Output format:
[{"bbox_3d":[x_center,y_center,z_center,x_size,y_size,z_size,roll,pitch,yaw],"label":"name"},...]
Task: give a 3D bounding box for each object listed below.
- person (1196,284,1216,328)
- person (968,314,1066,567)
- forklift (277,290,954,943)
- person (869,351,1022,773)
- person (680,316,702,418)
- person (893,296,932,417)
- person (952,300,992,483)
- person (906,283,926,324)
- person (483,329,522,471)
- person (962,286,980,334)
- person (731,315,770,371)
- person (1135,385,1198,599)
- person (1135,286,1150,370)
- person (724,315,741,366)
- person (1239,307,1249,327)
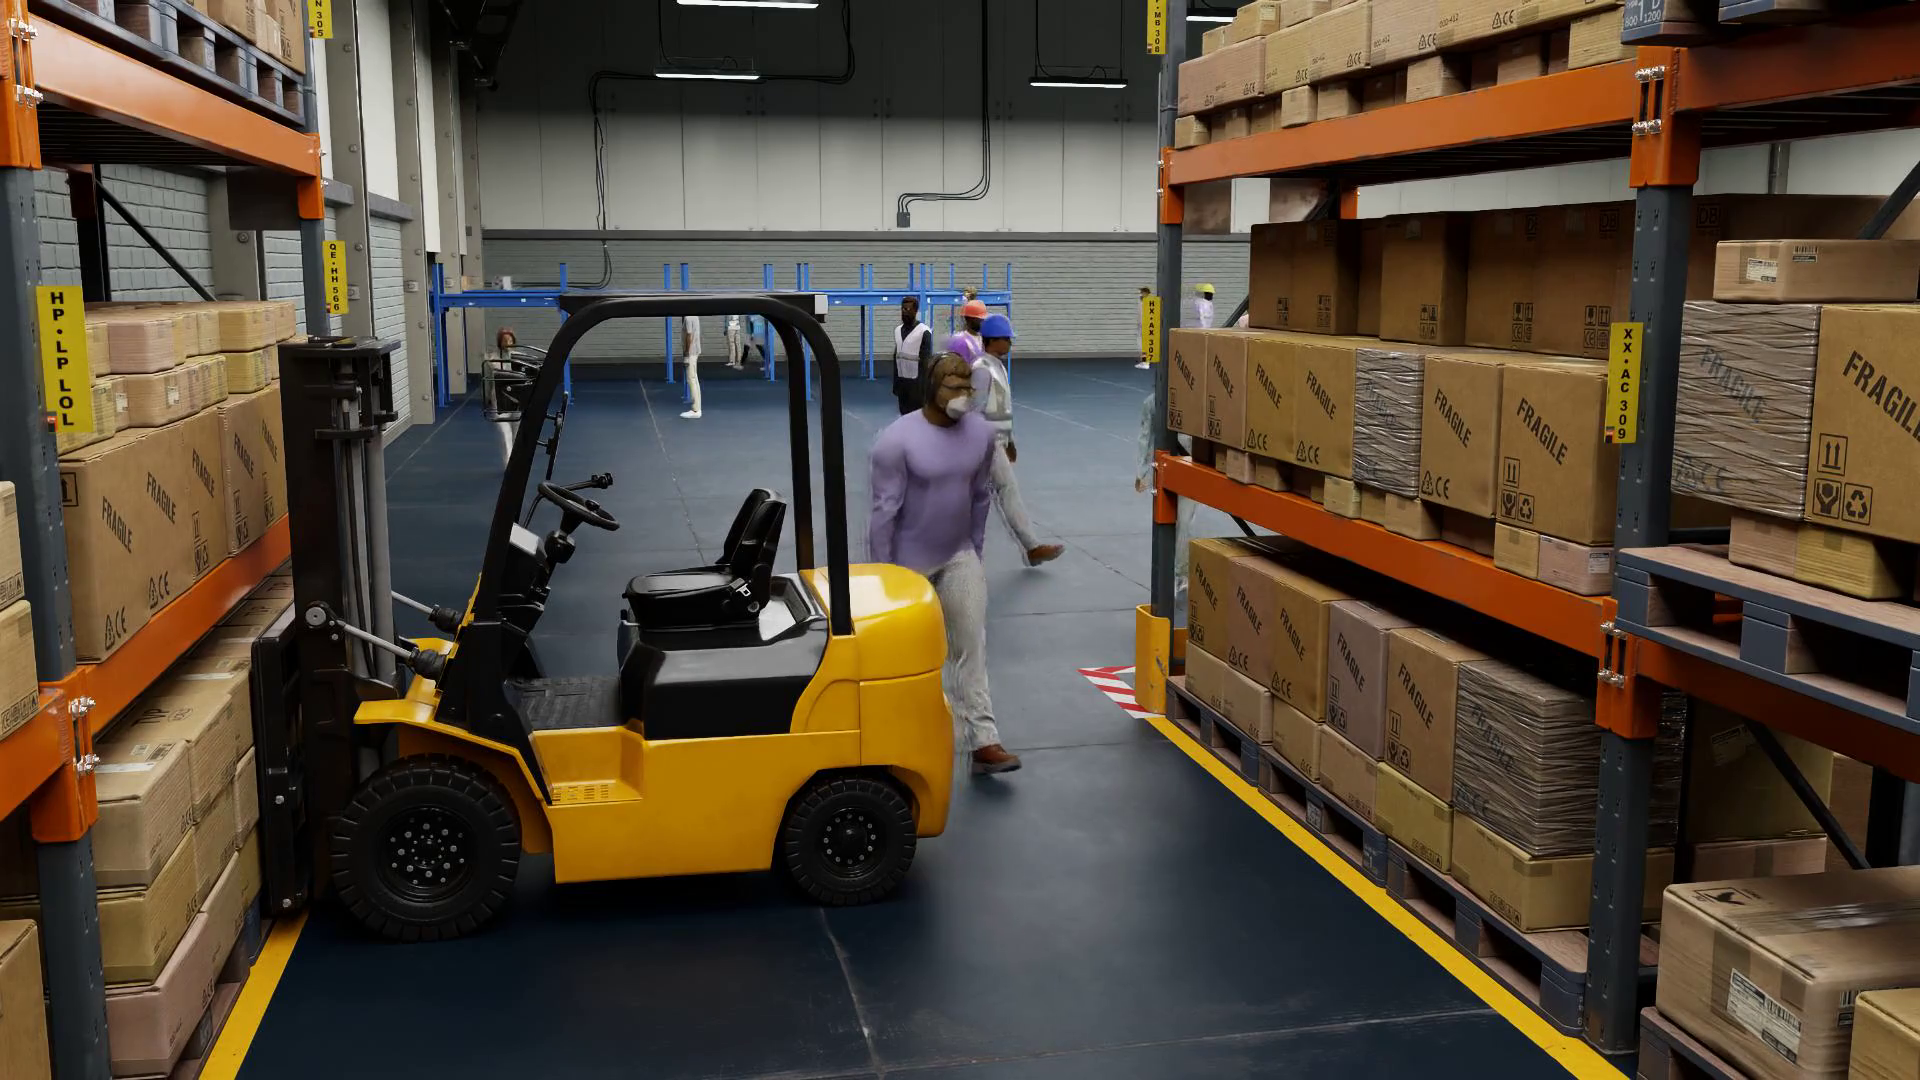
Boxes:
[{"bbox_3d":[5.441,-4.723,36.877,1.011,1.874,0.583,8,12,40],"label":"person"},{"bbox_3d":[0.305,-0.746,12.530,0.983,1.891,0.634,2,9,10],"label":"person"},{"bbox_3d":[-1.179,0.175,6.143,2.313,2.155,1.214,-2,10,-12],"label":"forklift"},{"bbox_3d":[-0.105,0.111,7.394,0.650,1.883,0.857,-6,11,-32],"label":"person"},{"bbox_3d":[-4.069,-2.777,25.035,0.324,1.865,0.517,0,9,1],"label":"person"},{"bbox_3d":[-0.548,-1.816,18.982,0.378,1.918,0.598,-8,12,-41],"label":"person"},{"bbox_3d":[0.058,-1.541,17.340,0.576,1.918,0.543,4,10,22],"label":"person"},{"bbox_3d":[-0.886,-4.540,35.553,0.598,1.930,0.632,-1,9,-5],"label":"person"},{"bbox_3d":[-4.842,-1.470,17.871,0.520,1.597,0.858,-4,10,-22],"label":"person"},{"bbox_3d":[0.195,-3.305,27.997,0.358,1.938,0.636,-4,10,-21],"label":"person"},{"bbox_3d":[-4.514,-4.487,36.063,0.872,1.645,0.543,2,9,10],"label":"person"},{"bbox_3d":[1.432,-0.452,11.315,0.501,1.696,0.883,4,10,25],"label":"person"},{"bbox_3d":[4.042,-4.710,36.916,0.397,1.828,0.705,-5,10,-26],"label":"person"},{"bbox_3d":[-5.188,-4.788,37.950,0.309,1.640,0.513,6,11,31],"label":"person"},{"bbox_3d":[4.932,-3.253,28.214,0.525,1.769,0.308,-5,11,-28],"label":"person"}]
